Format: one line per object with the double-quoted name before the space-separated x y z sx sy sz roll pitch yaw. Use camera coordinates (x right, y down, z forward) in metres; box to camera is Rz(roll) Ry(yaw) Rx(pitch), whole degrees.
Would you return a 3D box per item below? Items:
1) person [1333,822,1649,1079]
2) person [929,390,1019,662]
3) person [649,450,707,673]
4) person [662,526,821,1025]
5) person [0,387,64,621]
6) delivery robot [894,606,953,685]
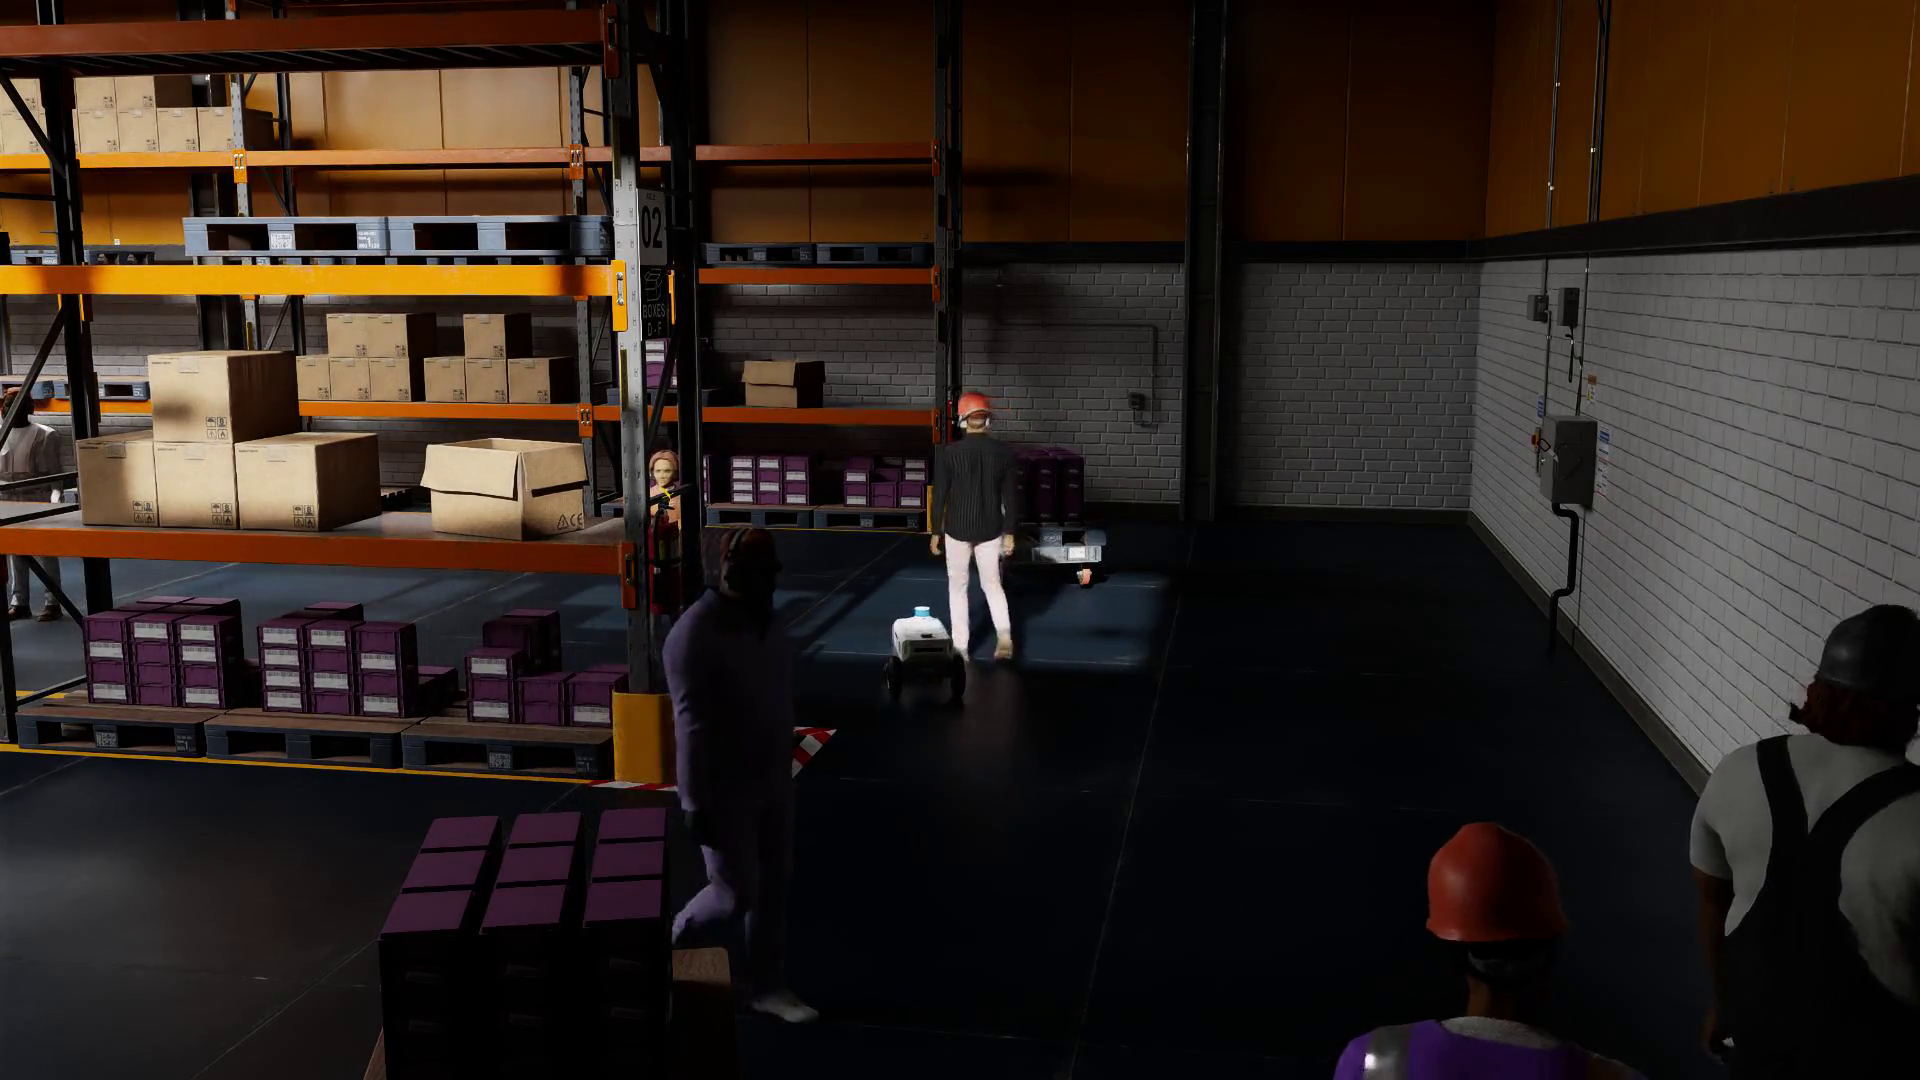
"person" 0.867 1.444 2.723 0.597 1.868 1.073 5 10 26
"person" 0.109 -0.075 11.771 0.637 1.972 0.708 -2 9 -15
"person" -1.928 0.219 10.972 0.520 1.636 0.312 -2 9 -14
"person" -0.835 0.873 6.131 0.541 1.887 0.650 6 11 31
"person" -7.491 -0.284 13.330 0.583 1.884 0.350 0 9 1
"delivery robot" -0.250 0.688 11.125 0.477 0.478 0.707 -1 9 -7
